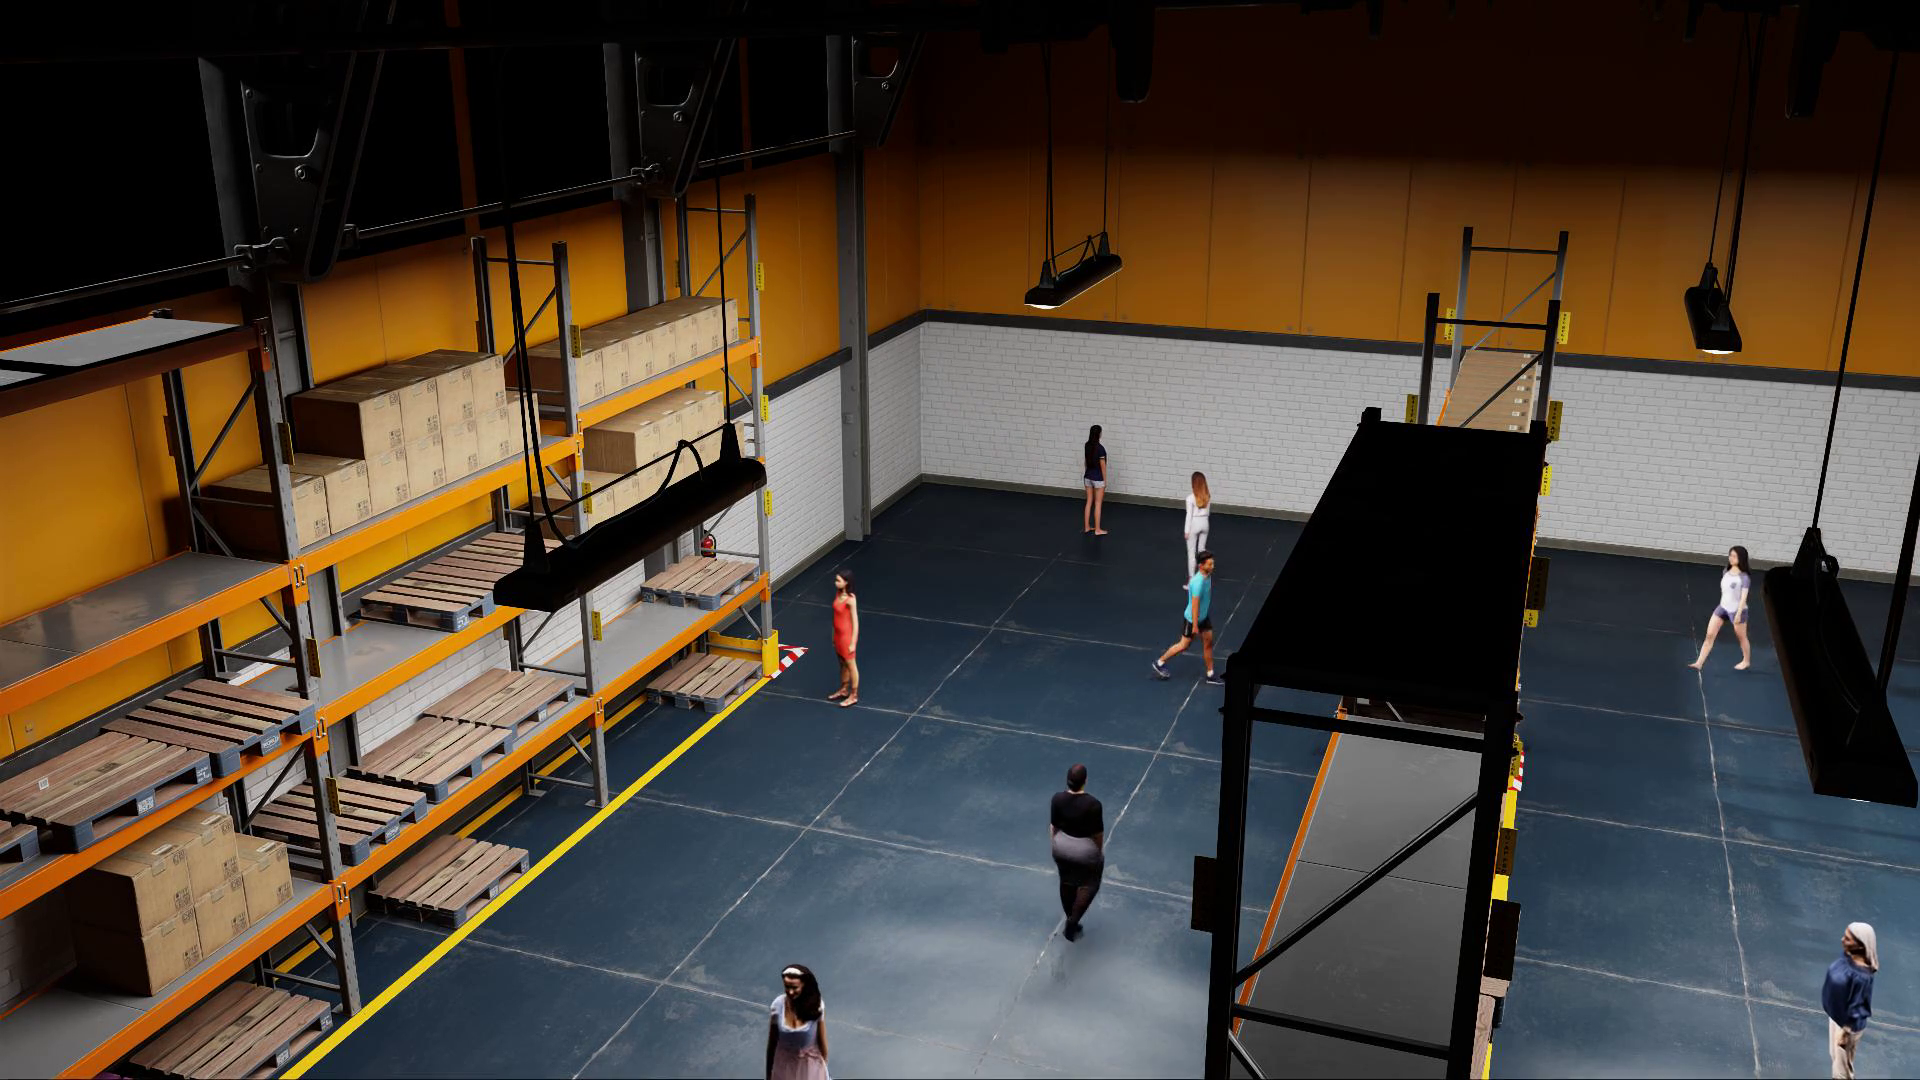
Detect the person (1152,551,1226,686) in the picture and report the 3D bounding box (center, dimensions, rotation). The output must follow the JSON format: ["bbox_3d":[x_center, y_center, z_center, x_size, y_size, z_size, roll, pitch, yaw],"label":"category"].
[{"bbox_3d":[2.831,0.970,20.616,0.818,1.732,1.136,8,20,23],"label":"person"}]

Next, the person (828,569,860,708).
[{"bbox_3d":[-1.373,1.163,20.062,0.710,1.718,0.674,-12,22,-31],"label":"person"}]

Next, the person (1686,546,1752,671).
[{"bbox_3d":[9.803,0.897,20.953,1.132,1.655,1.113,-7,20,-20],"label":"person"}]

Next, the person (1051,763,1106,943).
[{"bbox_3d":[1.025,2.864,14.968,0.723,1.747,0.874,10,21,27],"label":"person"}]

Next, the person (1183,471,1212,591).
[{"bbox_3d":[3.401,-0.125,23.811,0.649,1.768,0.731,-11,22,-30],"label":"person"}]

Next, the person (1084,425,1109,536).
[{"bbox_3d":[2.128,-0.959,26.289,0.664,1.767,0.653,-16,24,-39],"label":"person"}]

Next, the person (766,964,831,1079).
[{"bbox_3d":[-1.155,3.819,12.066,0.841,1.789,1.097,1,19,3],"label":"person"}]

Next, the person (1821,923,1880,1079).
[{"bbox_3d":[6.756,3.667,12.662,0.685,1.697,0.519,5,19,14],"label":"person"}]
